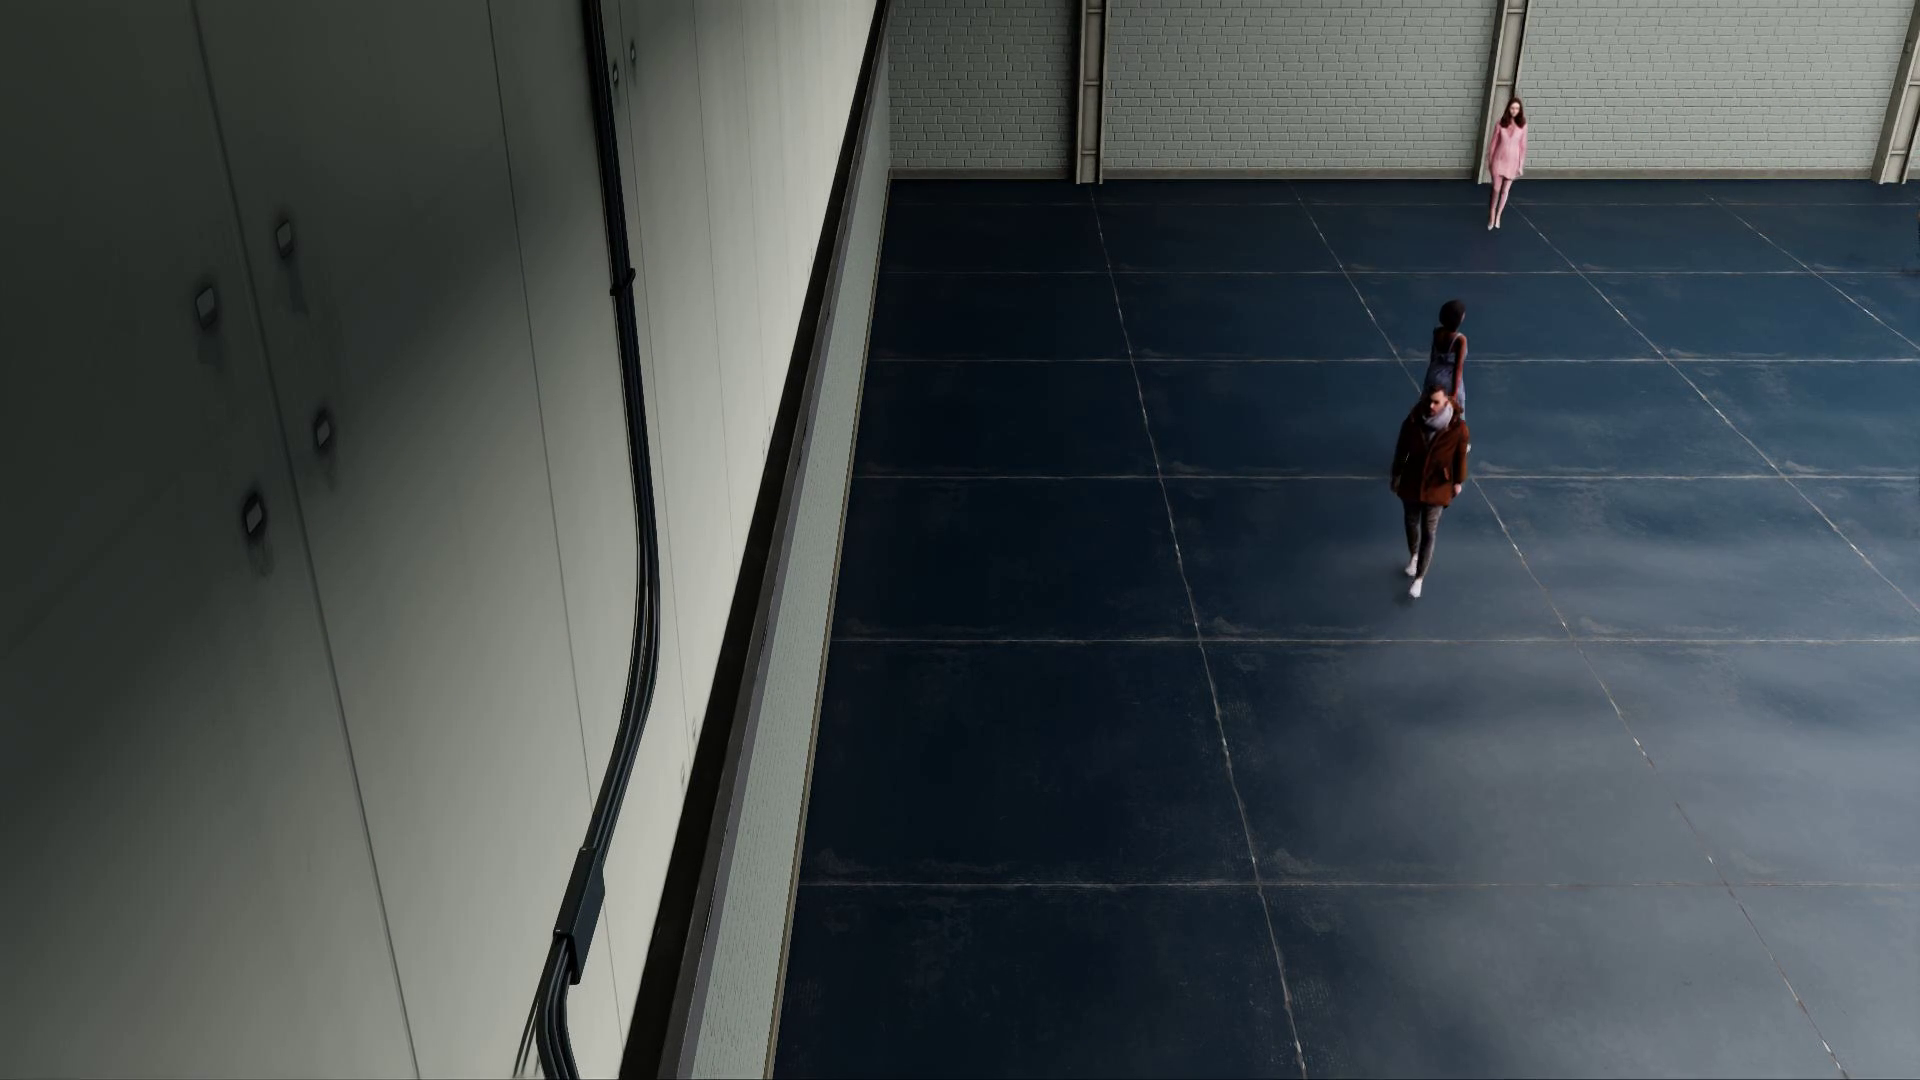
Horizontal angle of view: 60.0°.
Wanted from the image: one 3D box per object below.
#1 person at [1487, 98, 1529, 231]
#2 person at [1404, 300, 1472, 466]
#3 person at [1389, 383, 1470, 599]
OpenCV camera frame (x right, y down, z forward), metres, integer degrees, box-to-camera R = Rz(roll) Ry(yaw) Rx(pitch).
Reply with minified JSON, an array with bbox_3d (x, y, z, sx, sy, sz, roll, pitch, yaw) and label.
[{"bbox_3d":[7.397,-5.111,22.542,0.663,1.785,0.740,5,28,9],"label":"person"},{"bbox_3d":[4.524,-1.437,15.784,1.198,1.653,1.034,-19,33,-31],"label":"person"},{"bbox_3d":[3.901,-0.486,13.838,1.062,1.803,1.054,14,31,25],"label":"person"}]
